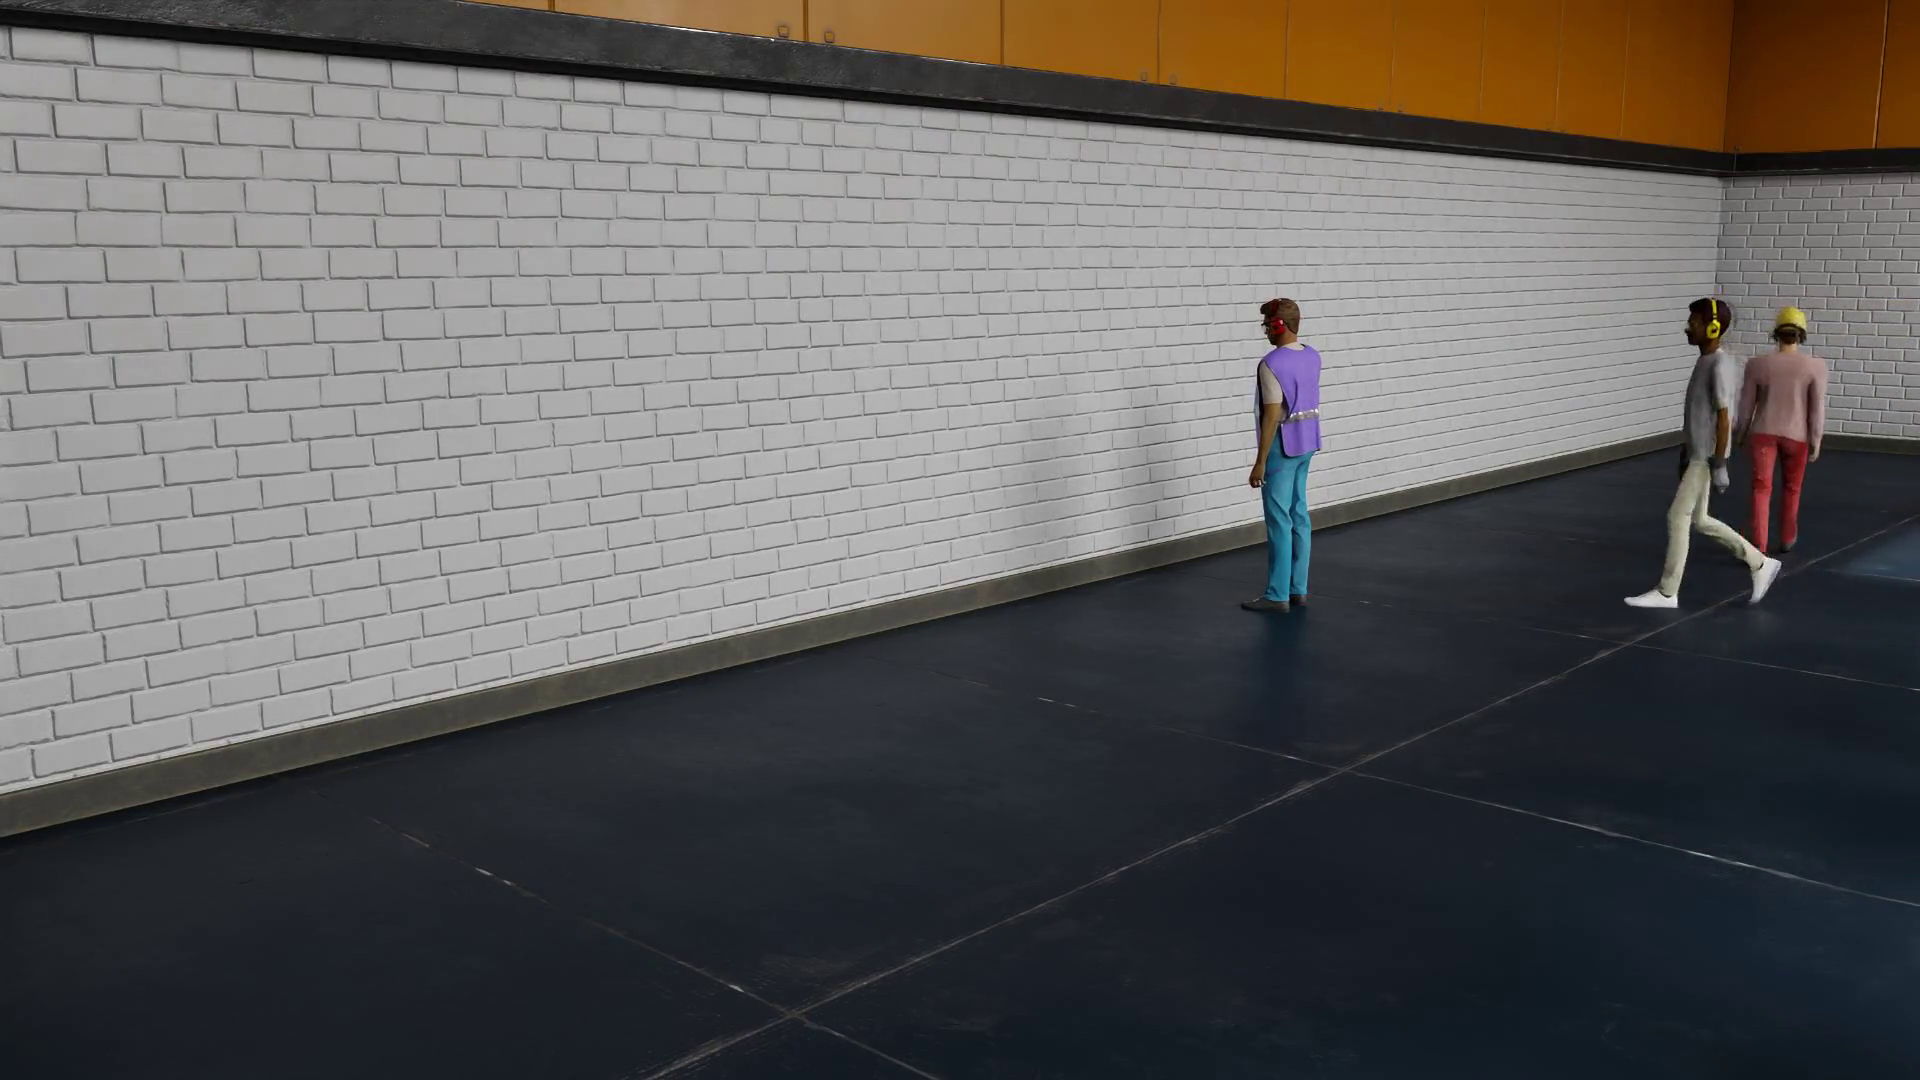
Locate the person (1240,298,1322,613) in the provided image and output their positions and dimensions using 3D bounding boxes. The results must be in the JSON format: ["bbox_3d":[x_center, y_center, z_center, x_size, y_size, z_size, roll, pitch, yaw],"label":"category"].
[{"bbox_3d":[1.905,-0.489,9.743,0.390,1.838,0.564,8,13,39],"label":"person"}]

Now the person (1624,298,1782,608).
[{"bbox_3d":[4.403,-0.491,9.737,0.788,1.851,0.522,3,10,17],"label":"person"}]

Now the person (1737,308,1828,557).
[{"bbox_3d":[5.572,-0.704,11.311,0.540,1.712,0.917,6,11,29],"label":"person"}]
